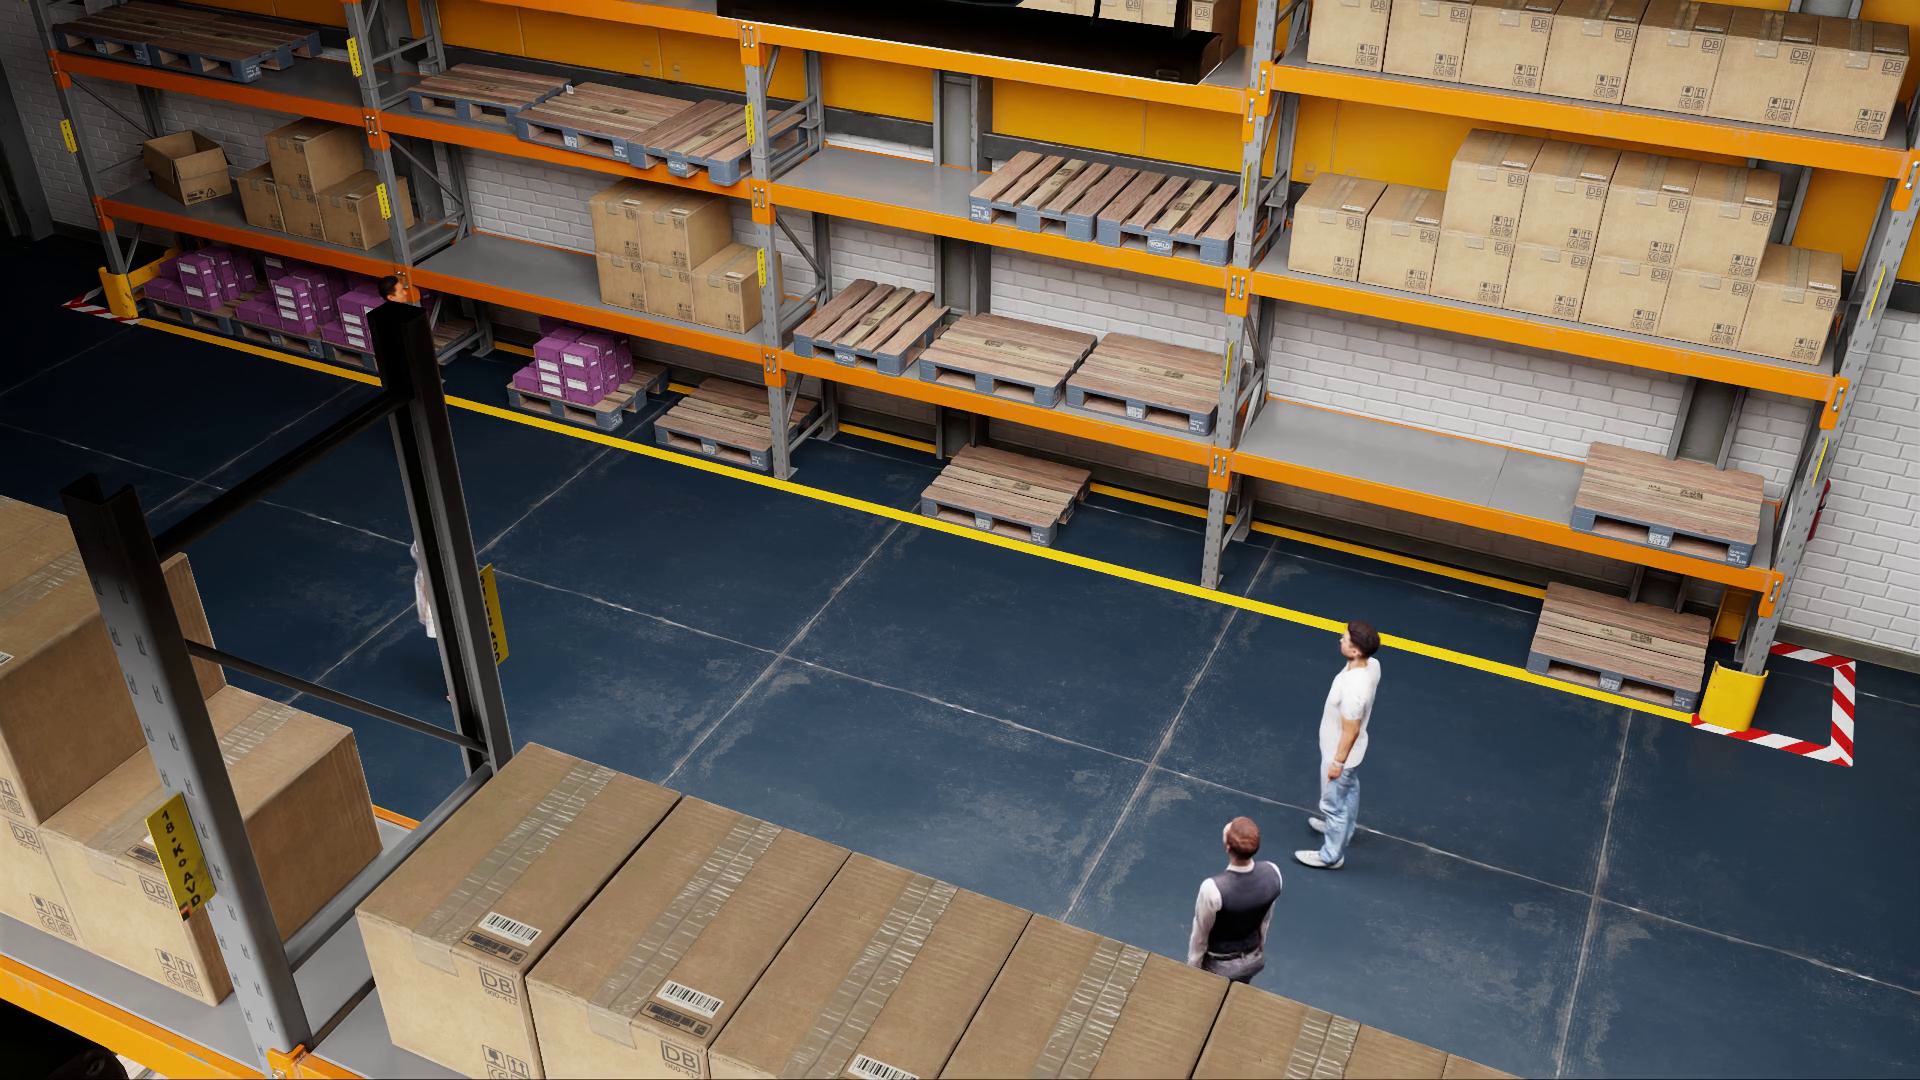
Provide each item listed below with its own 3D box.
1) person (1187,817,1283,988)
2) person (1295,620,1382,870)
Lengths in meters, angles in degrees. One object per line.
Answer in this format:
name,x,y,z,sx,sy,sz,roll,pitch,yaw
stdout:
person,1.491,2.291,8.901,0.951,1.921,1.016,-12,36,-18
person,2.426,1.286,10.466,0.537,1.864,0.672,16,37,22
